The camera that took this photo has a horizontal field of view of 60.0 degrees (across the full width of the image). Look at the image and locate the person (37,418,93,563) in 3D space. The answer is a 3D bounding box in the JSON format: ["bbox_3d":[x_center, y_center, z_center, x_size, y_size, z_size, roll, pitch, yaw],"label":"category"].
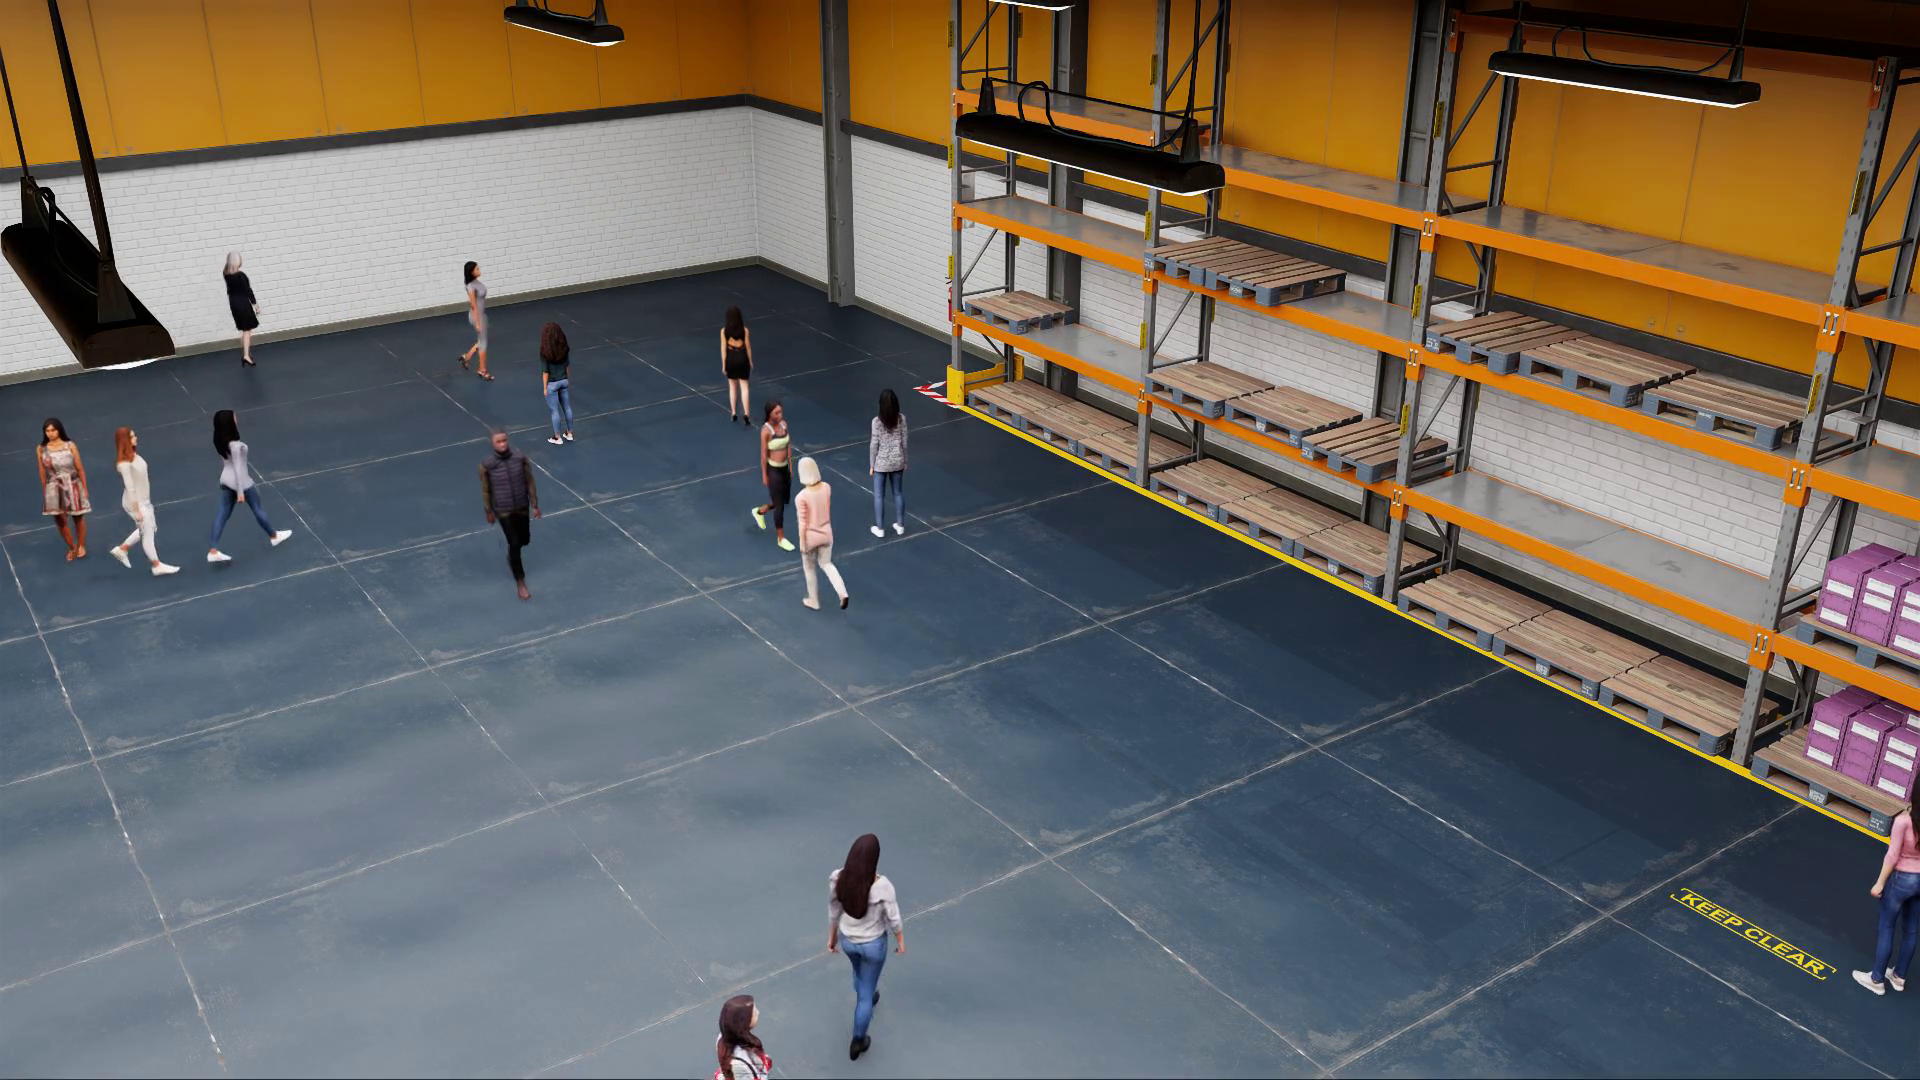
[{"bbox_3d":[-9.852,-0.597,18.355,0.735,1.634,0.783,-8,25,-17],"label":"person"}]

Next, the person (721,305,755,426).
[{"bbox_3d":[-2.984,-2.347,22.328,0.684,1.658,0.720,-2,24,-4],"label":"person"}]

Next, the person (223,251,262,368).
[{"bbox_3d":[-10.689,-3.386,24.613,0.720,1.732,0.810,13,27,26],"label":"person"}]

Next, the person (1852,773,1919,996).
[{"bbox_3d":[6.529,2.356,11.465,0.648,1.742,0.649,-3,24,-8],"label":"person"}]

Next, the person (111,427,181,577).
[{"bbox_3d":[-8.876,-0.386,17.790,0.868,1.700,0.931,-5,24,-10],"label":"person"}]

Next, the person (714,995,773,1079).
[{"bbox_3d":[-1.289,3.307,9.476,0.700,1.593,0.914,-18,29,-35],"label":"person"}]

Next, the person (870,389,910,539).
[{"bbox_3d":[-0.809,-0.877,18.875,0.650,1.731,0.577,-11,26,-23],"label":"person"}]

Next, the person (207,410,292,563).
[{"bbox_3d":[-8.004,-0.545,18.175,1.237,1.683,0.956,17,29,33],"label":"person"}]

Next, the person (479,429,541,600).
[{"bbox_3d":[-4.737,-0.333,17.540,0.700,1.804,1.134,-15,28,-31],"label":"person"}]

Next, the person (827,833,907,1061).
[{"bbox_3d":[-0.664,2.694,10.861,0.934,1.606,0.953,9,25,19],"label":"person"}]

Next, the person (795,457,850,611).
[{"bbox_3d":[-1.412,-0.011,16.925,0.672,1.706,0.913,-18,29,-35],"label":"person"}]

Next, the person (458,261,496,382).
[{"bbox_3d":[-7.048,-3.157,24.043,0.855,1.768,0.828,-2,24,-5],"label":"person"}]

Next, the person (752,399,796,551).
[{"bbox_3d":[-2.109,-0.766,18.611,0.992,1.739,0.744,17,29,34],"label":"person"}]

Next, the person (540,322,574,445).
[{"bbox_3d":[-5.269,-2.057,21.716,0.652,1.617,0.646,20,31,39],"label":"person"}]
